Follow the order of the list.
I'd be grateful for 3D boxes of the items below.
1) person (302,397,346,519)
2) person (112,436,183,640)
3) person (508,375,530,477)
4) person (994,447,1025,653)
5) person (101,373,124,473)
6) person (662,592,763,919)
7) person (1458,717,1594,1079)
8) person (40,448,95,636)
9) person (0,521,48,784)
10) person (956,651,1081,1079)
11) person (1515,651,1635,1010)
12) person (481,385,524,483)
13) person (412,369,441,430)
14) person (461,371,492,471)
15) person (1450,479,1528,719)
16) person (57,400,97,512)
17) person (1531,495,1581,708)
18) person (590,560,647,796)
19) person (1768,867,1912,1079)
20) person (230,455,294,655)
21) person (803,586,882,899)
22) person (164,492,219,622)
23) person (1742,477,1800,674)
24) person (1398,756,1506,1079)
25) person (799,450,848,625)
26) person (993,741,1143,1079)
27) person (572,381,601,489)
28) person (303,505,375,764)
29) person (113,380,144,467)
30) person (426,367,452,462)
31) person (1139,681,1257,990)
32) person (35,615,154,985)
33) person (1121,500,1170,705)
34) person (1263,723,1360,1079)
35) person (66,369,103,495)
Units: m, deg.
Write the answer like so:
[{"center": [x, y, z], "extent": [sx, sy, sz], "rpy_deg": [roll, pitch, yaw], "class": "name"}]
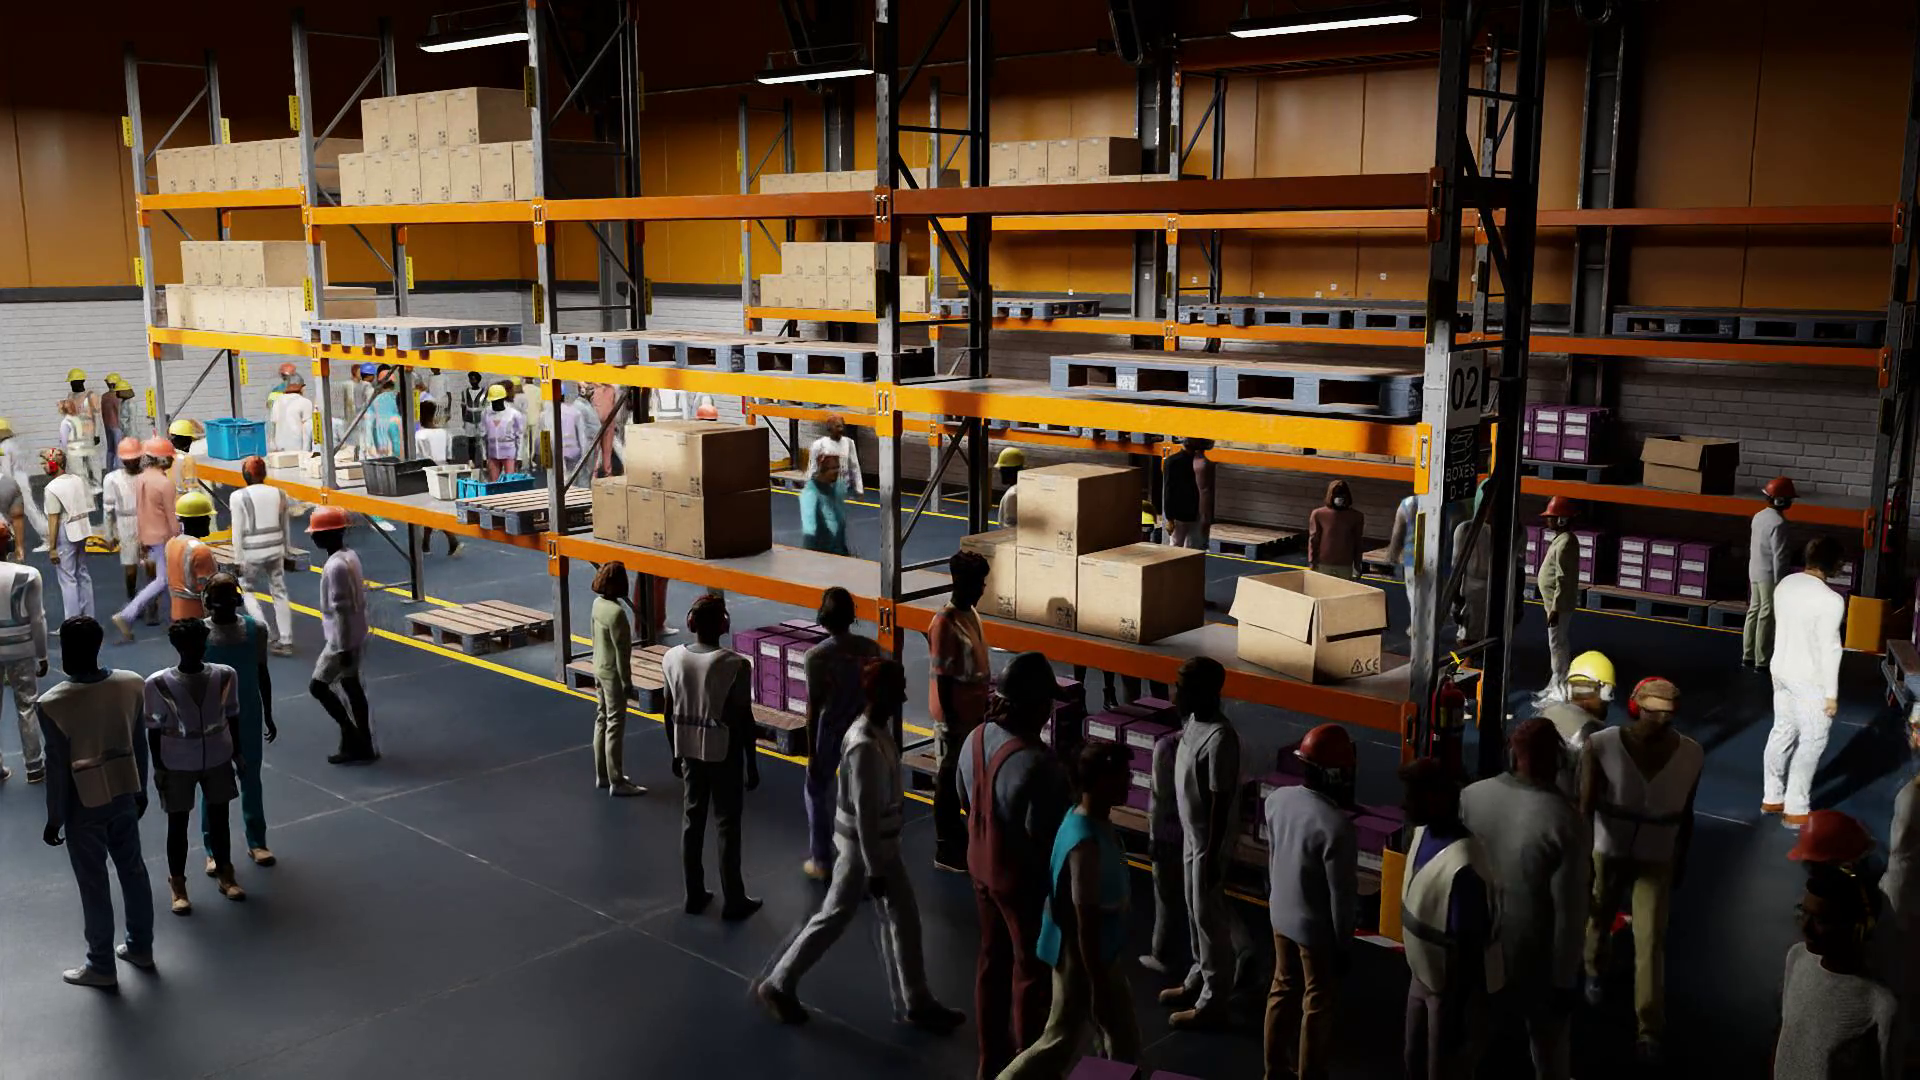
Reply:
[{"center": [-8.688, -1.108, 22.763], "extent": [0.563, 1.752, 0.327], "rpy_deg": [-5, 11, -25], "class": "person"}, {"center": [-7.760, -0.018, 16.014], "extent": [0.624, 1.956, 0.928], "rpy_deg": [8, 13, 38], "class": "person"}, {"center": [-7.190, -1.798, 26.800], "extent": [0.488, 1.710, 0.829], "rpy_deg": [0, 10, 2], "class": "person"}, {"center": [0.493, 0.092, 15.501], "extent": [0.380, 1.924, 0.591], "rpy_deg": [2, 10, 13], "class": "person"}, {"center": [-13.484, -1.791, 26.595], "extent": [0.533, 1.767, 0.327], "rpy_deg": [6, 12, 32], "class": "person"}, {"center": [-1.399, 1.217, 9.347], "extent": [0.570, 1.849, 0.379], "rpy_deg": [4, 11, 23], "class": "person"}, {"center": [2.298, 1.663, 6.839], "extent": [1.014, 1.854, 0.674], "rpy_deg": [-9, 13, -40], "class": "person"}, {"center": [-8.667, 0.019, 16.173], "extent": [0.394, 1.836, 0.560], "rpy_deg": [0, 10, 0], "class": "person"}, {"center": [-6.684, 0.798, 11.647], "extent": [0.566, 1.879, 0.355], "rpy_deg": [-2, 10, -10], "class": "person"}, {"center": [0.315, 1.476, 7.346], "extent": [0.537, 2.000, 0.679], "rpy_deg": [-6, 12, -32], "class": "person"}, {"center": [3.147, 1.445, 8.250], "extent": [0.833, 1.772, 0.672], "rpy_deg": [-1, 10, -7], "class": "person"}, {"center": [-6.211, -1.151, 22.545], "extent": [0.589, 1.917, 0.392], "rpy_deg": [1, 10, 8], "class": "person"}, {"center": [-7.777, -1.425, 23.750], "extent": [0.686, 2.000, 0.535], "rpy_deg": [5, 11, 27], "class": "person"}, {"center": [-8.121, -1.996, 27.948], "extent": [0.535, 1.697, 0.318], "rpy_deg": [0, 10, 3], "class": "person"}, {"center": [4.218, 0.469, 13.275], "extent": [0.606, 1.957, 0.373], "rpy_deg": [0, 10, -1], "class": "person"}, {"center": [-12.655, -1.175, 23.534], "extent": [0.770, 1.606, 0.535], "rpy_deg": [-2, 10, -9], "class": "person"}, {"center": [4.900, 0.502, 13.661], "extent": [0.326, 1.752, 0.563], "rpy_deg": [3, 11, 19], "class": "person"}, {"center": [-2.390, 0.945, 11.495], "extent": [0.283, 1.634, 0.498], "rpy_deg": [-6, 12, -31], "class": "person"}, {"center": [2.714, 1.927, 5.279], "extent": [0.328, 1.872, 0.510], "rpy_deg": [-3, 10, -15], "class": "person"}, {"center": [-6.428, 0.146, 15.370], "extent": [0.518, 1.858, 0.603], "rpy_deg": [8, 13, 37], "class": "person"}, {"center": [-0.723, 1.157, 9.750], "extent": [0.519, 1.823, 0.686], "rpy_deg": [-5, 11, -28], "class": "person"}, {"center": [-5.783, 0.594, 12.648], "extent": [0.584, 1.928, 0.372], "rpy_deg": [8, 13, 39], "class": "person"}, {"center": [7.206, 0.307, 14.766], "extent": [0.341, 1.752, 0.563], "rpy_deg": [1, 10, 5], "class": "person"}, {"center": [1.893, 1.735, 6.498], "extent": [0.411, 1.827, 0.593], "rpy_deg": [0, 10, -1], "class": "person"}, {"center": [-1.247, 0.083, 15.652], "extent": [0.540, 1.887, 0.694], "rpy_deg": [3, 10, 16], "class": "person"}, {"center": [0.463, 1.700, 6.785], "extent": [0.902, 1.803, 0.592], "rpy_deg": [2, 10, 14], "class": "person"}, {"center": [-5.270, -1.326, 23.568], "extent": [0.409, 1.907, 0.651], "rpy_deg": [-1, 10, -3], "class": "person"}, {"center": [-4.524, 0.696, 12.092], "extent": [0.473, 1.915, 0.579], "rpy_deg": [-2, 10, -10], "class": "person"}, {"center": [-12.772, -1.588, 25.533], "extent": [0.320, 1.737, 0.485], "rpy_deg": [-10, 14, -43], "class": "person"}, {"center": [-9.072, -2.252, 28.906], "extent": [0.514, 1.872, 0.328], "rpy_deg": [3, 11, 18], "class": "person"}, {"center": [1.208, 1.497, 8.433], "extent": [0.525, 1.614, 0.679], "rpy_deg": [-5, 11, -27], "class": "person"}, {"center": [-4.415, 1.327, 8.536], "extent": [0.387, 1.919, 0.594], "rpy_deg": [4, 11, 22], "class": "person"}, {"center": [1.331, 0.666, 12.248], "extent": [0.592, 1.925, 0.385], "rpy_deg": [-4, 11, -19], "class": "person"}, {"center": [1.550, 1.645, 7.237], "extent": [0.349, 1.743, 0.558], "rpy_deg": [-5, 11, -24], "class": "person"}, {"center": [-13.353, -1.647, 25.326], "extent": [0.595, 1.925, 0.371], "rpy_deg": [4, 11, 20], "class": "person"}]
